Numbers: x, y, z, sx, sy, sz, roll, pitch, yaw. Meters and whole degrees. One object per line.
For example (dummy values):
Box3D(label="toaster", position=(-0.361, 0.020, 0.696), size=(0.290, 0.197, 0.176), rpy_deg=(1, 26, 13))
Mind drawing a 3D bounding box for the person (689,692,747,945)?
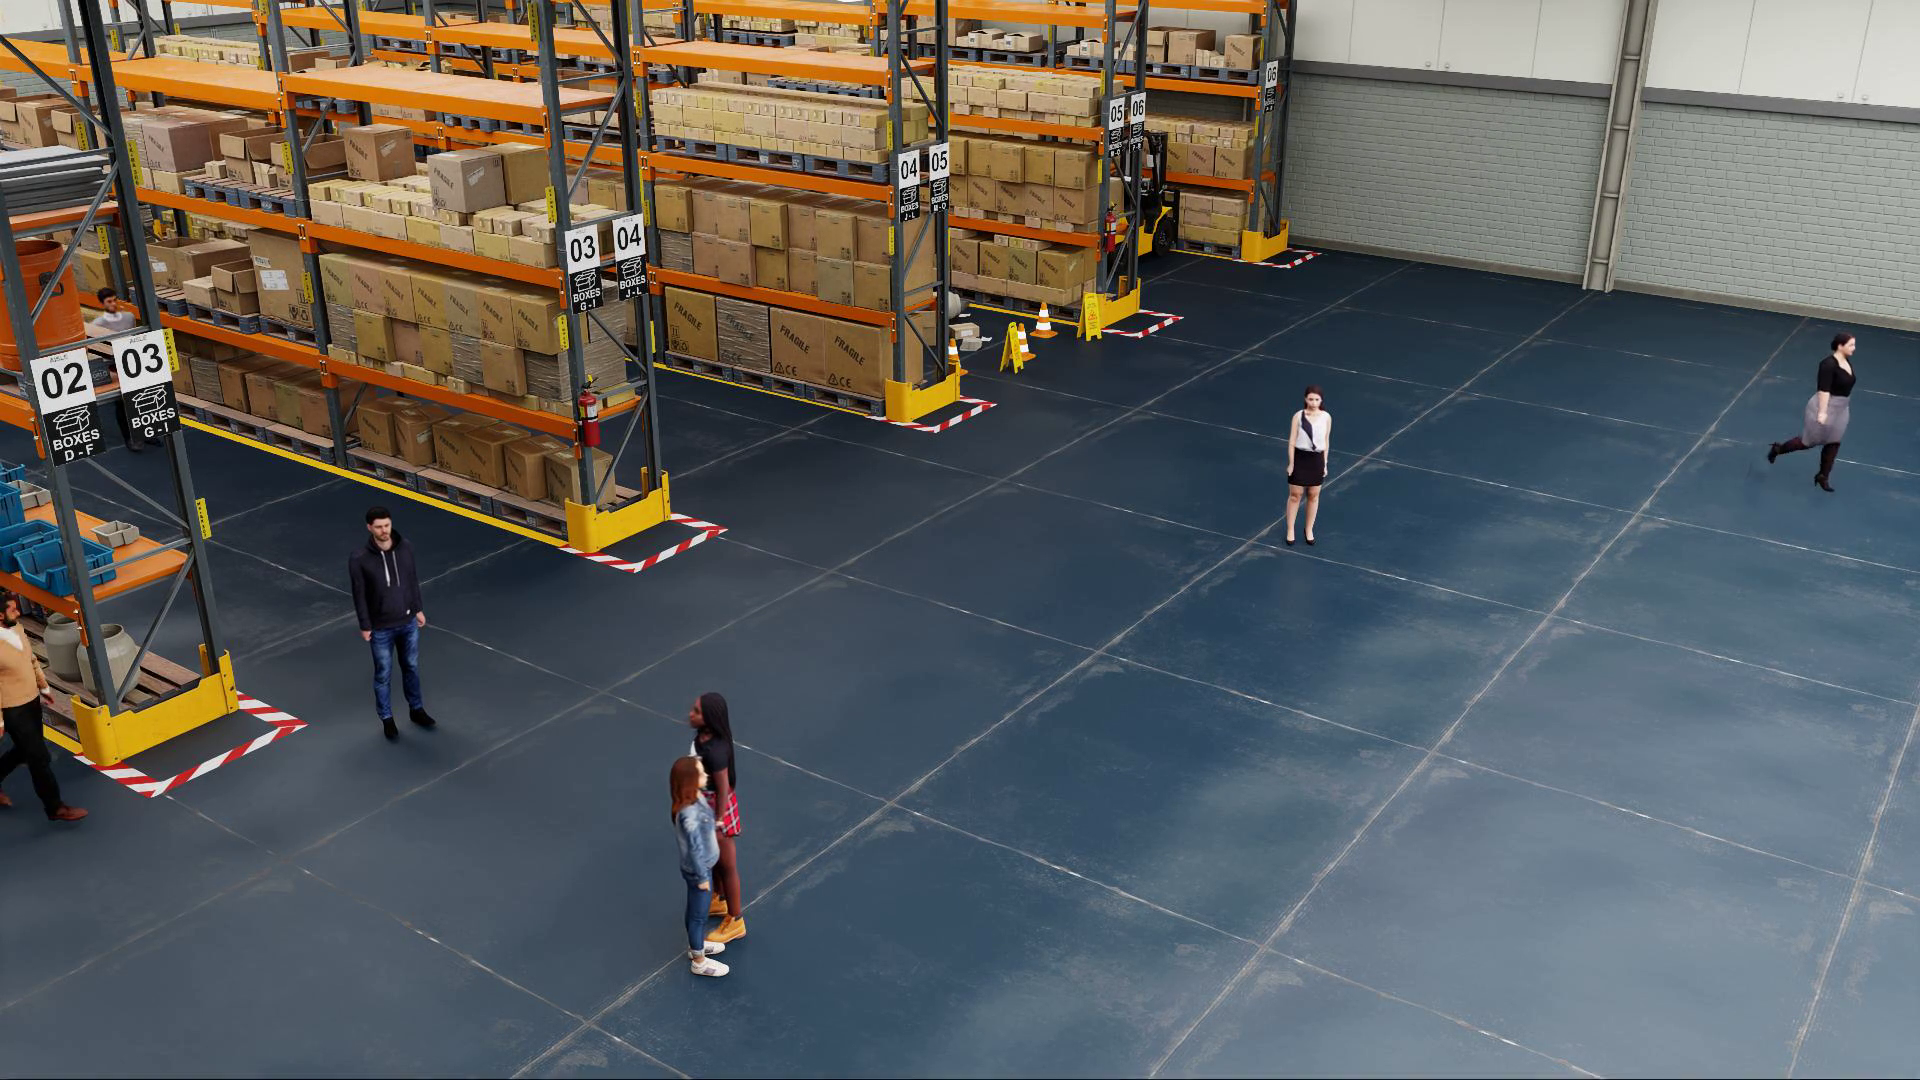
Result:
Box3D(label="person", position=(-1.546, 1.727, 10.512), size=(0.773, 1.725, 0.687), rpy_deg=(-10, 25, -22))

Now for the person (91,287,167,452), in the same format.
Box3D(label="person", position=(-9.564, -1.946, 18.916), size=(0.738, 1.908, 0.752), rpy_deg=(14, 27, 30))

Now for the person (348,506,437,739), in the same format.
Box3D(label="person", position=(-4.424, 0.607, 12.929), size=(0.726, 1.894, 0.660), rpy_deg=(-18, 29, -37))

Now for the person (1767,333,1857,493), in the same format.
Box3D(label="person", position=(9.175, -1.379, 17.802), size=(0.879, 1.735, 1.101), rpy_deg=(-16, 28, -32))

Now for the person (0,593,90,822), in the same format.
Box3D(label="person", position=(-6.744, 1.188, 11.778), size=(1.169, 1.726, 1.054), rpy_deg=(0, 23, -1))

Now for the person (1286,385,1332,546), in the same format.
Box3D(label="person", position=(3.428, -0.739, 16.408), size=(0.613, 1.649, 0.695), rpy_deg=(-1, 23, -2))

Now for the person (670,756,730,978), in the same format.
Box3D(label="person", position=(-1.622, 1.986, 10.219), size=(0.693, 1.477, 0.628), rpy_deg=(-4, 23, -10))
